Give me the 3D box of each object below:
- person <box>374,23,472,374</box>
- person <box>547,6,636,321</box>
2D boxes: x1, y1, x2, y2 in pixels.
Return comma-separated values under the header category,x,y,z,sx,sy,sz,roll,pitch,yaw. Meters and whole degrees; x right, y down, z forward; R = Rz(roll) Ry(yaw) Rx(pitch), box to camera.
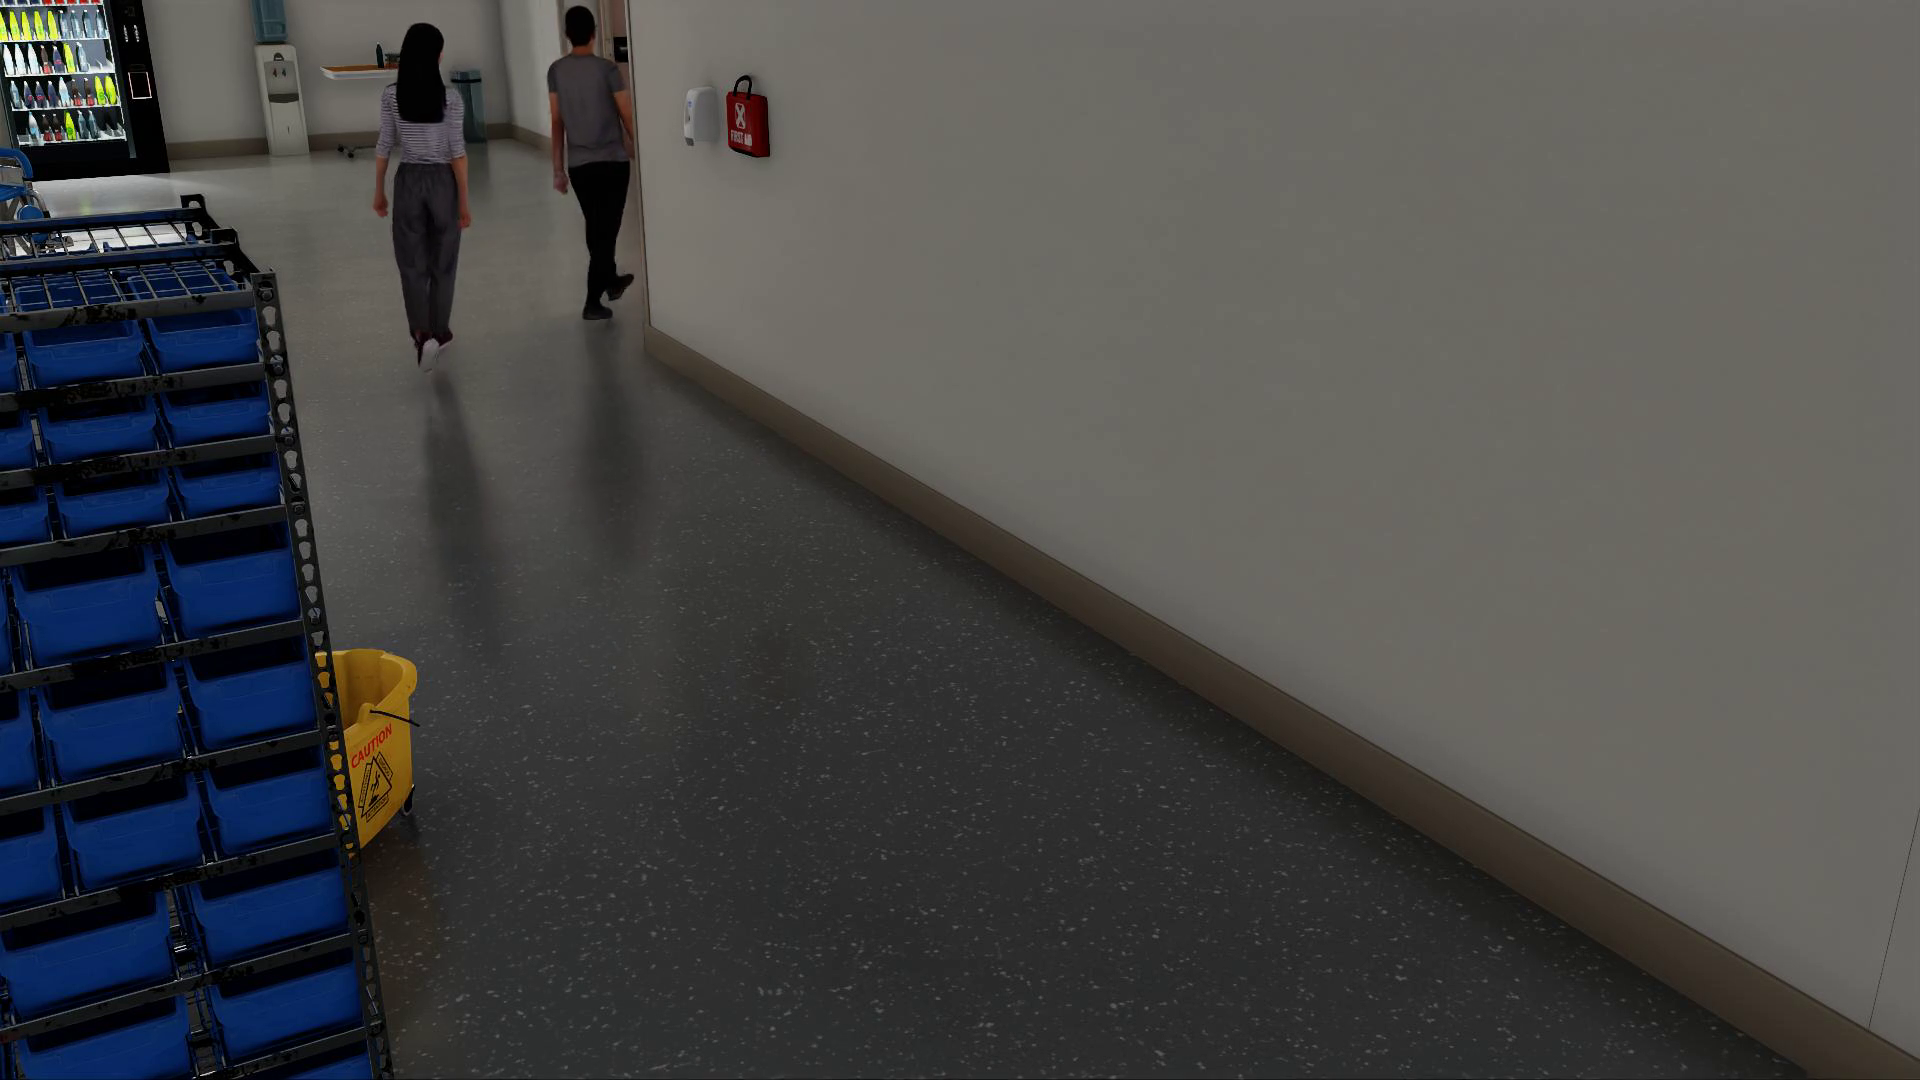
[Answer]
category,x,y,z,sx,sy,sz,roll,pitch,yaw
person,-2.699,-1.677,8.370,1.191,1.691,1.053,-3,21,-8
person,-2.079,-2.085,9.412,1.093,1.714,1.172,6,22,15
